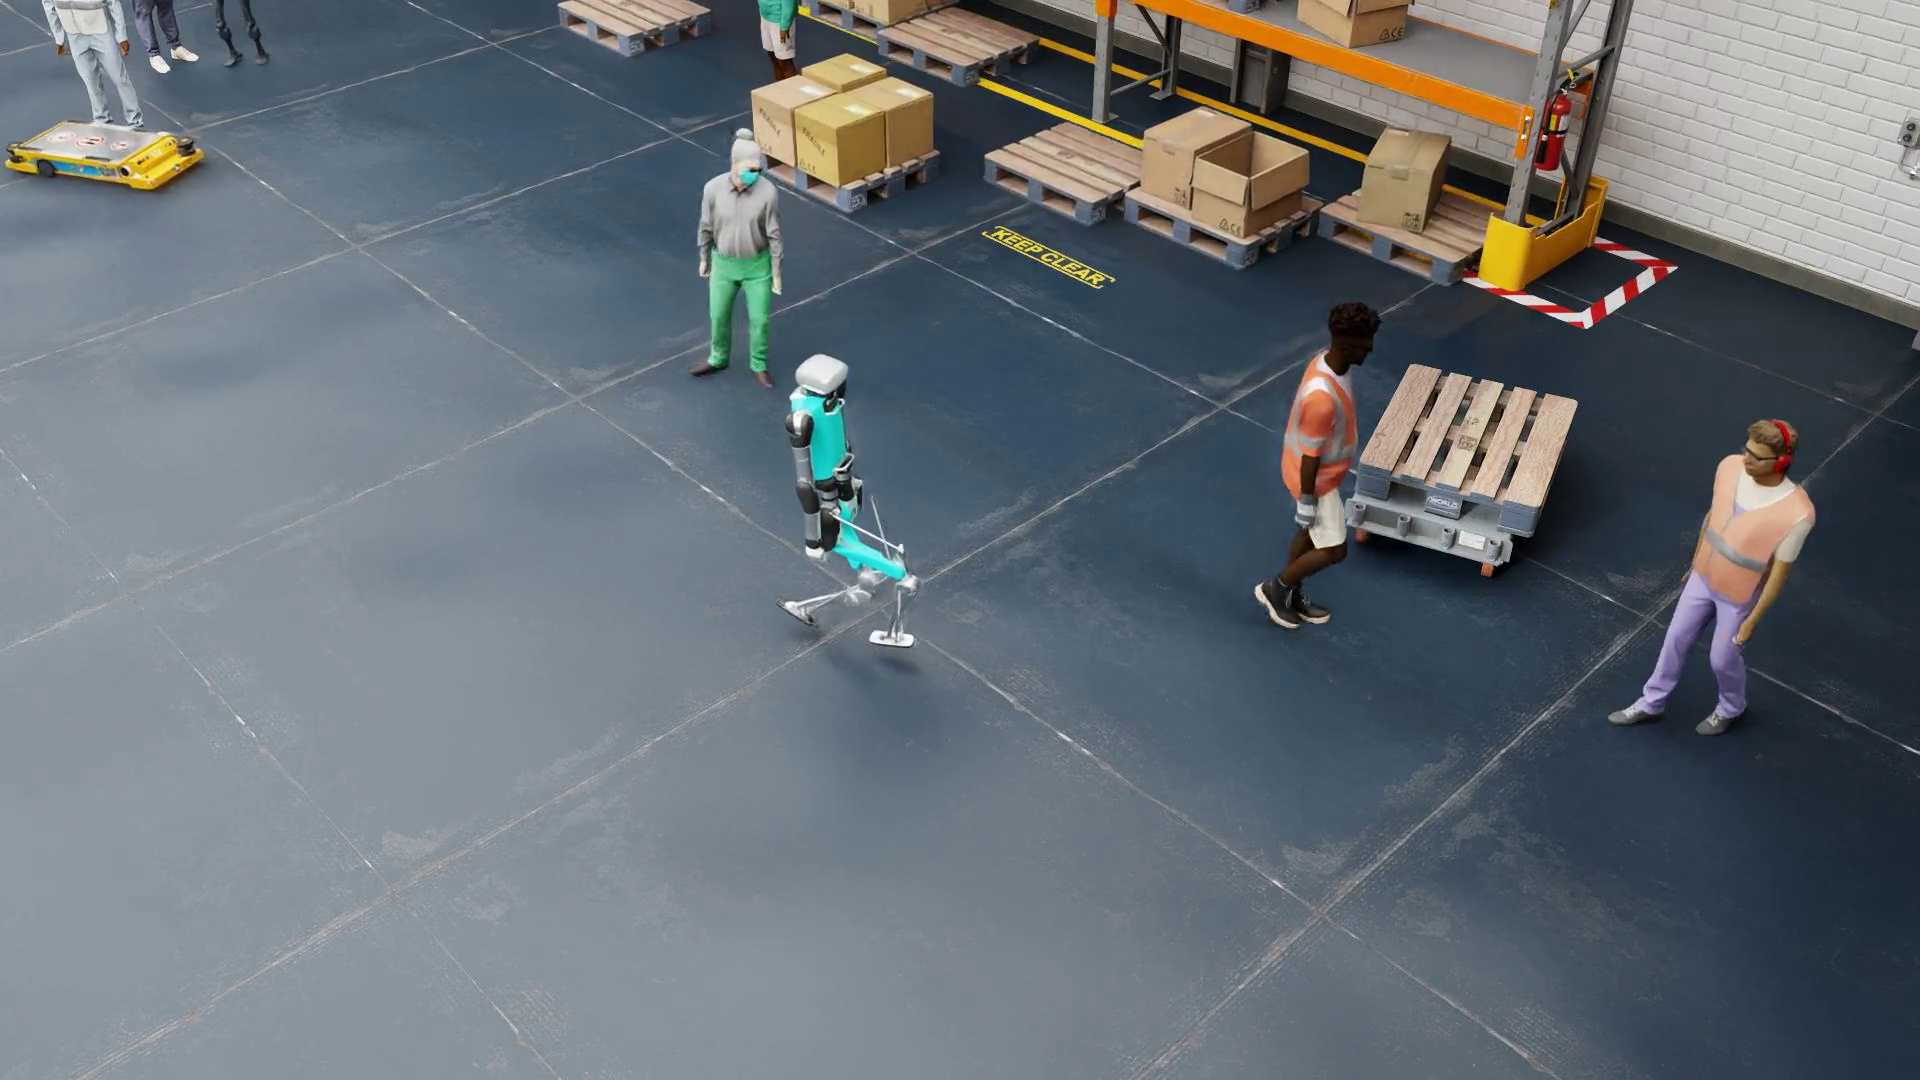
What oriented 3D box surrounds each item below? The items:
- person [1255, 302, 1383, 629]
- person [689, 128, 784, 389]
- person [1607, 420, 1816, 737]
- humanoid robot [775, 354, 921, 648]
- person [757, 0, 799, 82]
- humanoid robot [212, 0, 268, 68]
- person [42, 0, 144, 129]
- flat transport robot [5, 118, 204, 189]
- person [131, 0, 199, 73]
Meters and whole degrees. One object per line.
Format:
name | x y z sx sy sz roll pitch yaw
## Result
person | 1.880 -0.343 8.596 0.433 1.944 0.633 12 39 15
person | -1.445 -1.788 10.612 0.671 1.821 0.424 1 37 1
person | 3.675 0.221 7.953 0.652 1.835 0.571 -13 39 -16
humanoid robot | -0.495 -0.105 8.476 1.044 1.748 0.559 11 39 15
person | -1.544 -4.434 14.093 0.384 1.847 0.507 -18 41 -23
humanoid robot | -6.712 -5.158 15.203 0.587 1.647 0.427 2 37 2
person | -7.146 -4.162 13.676 0.596 1.916 0.372 -1 37 -2
flat transport robot | -7.090 -3.193 13.760 1.431 0.231 0.659 10 38 13
person | -7.447 -5.241 15.145 0.401 1.866 0.815 19 41 23
